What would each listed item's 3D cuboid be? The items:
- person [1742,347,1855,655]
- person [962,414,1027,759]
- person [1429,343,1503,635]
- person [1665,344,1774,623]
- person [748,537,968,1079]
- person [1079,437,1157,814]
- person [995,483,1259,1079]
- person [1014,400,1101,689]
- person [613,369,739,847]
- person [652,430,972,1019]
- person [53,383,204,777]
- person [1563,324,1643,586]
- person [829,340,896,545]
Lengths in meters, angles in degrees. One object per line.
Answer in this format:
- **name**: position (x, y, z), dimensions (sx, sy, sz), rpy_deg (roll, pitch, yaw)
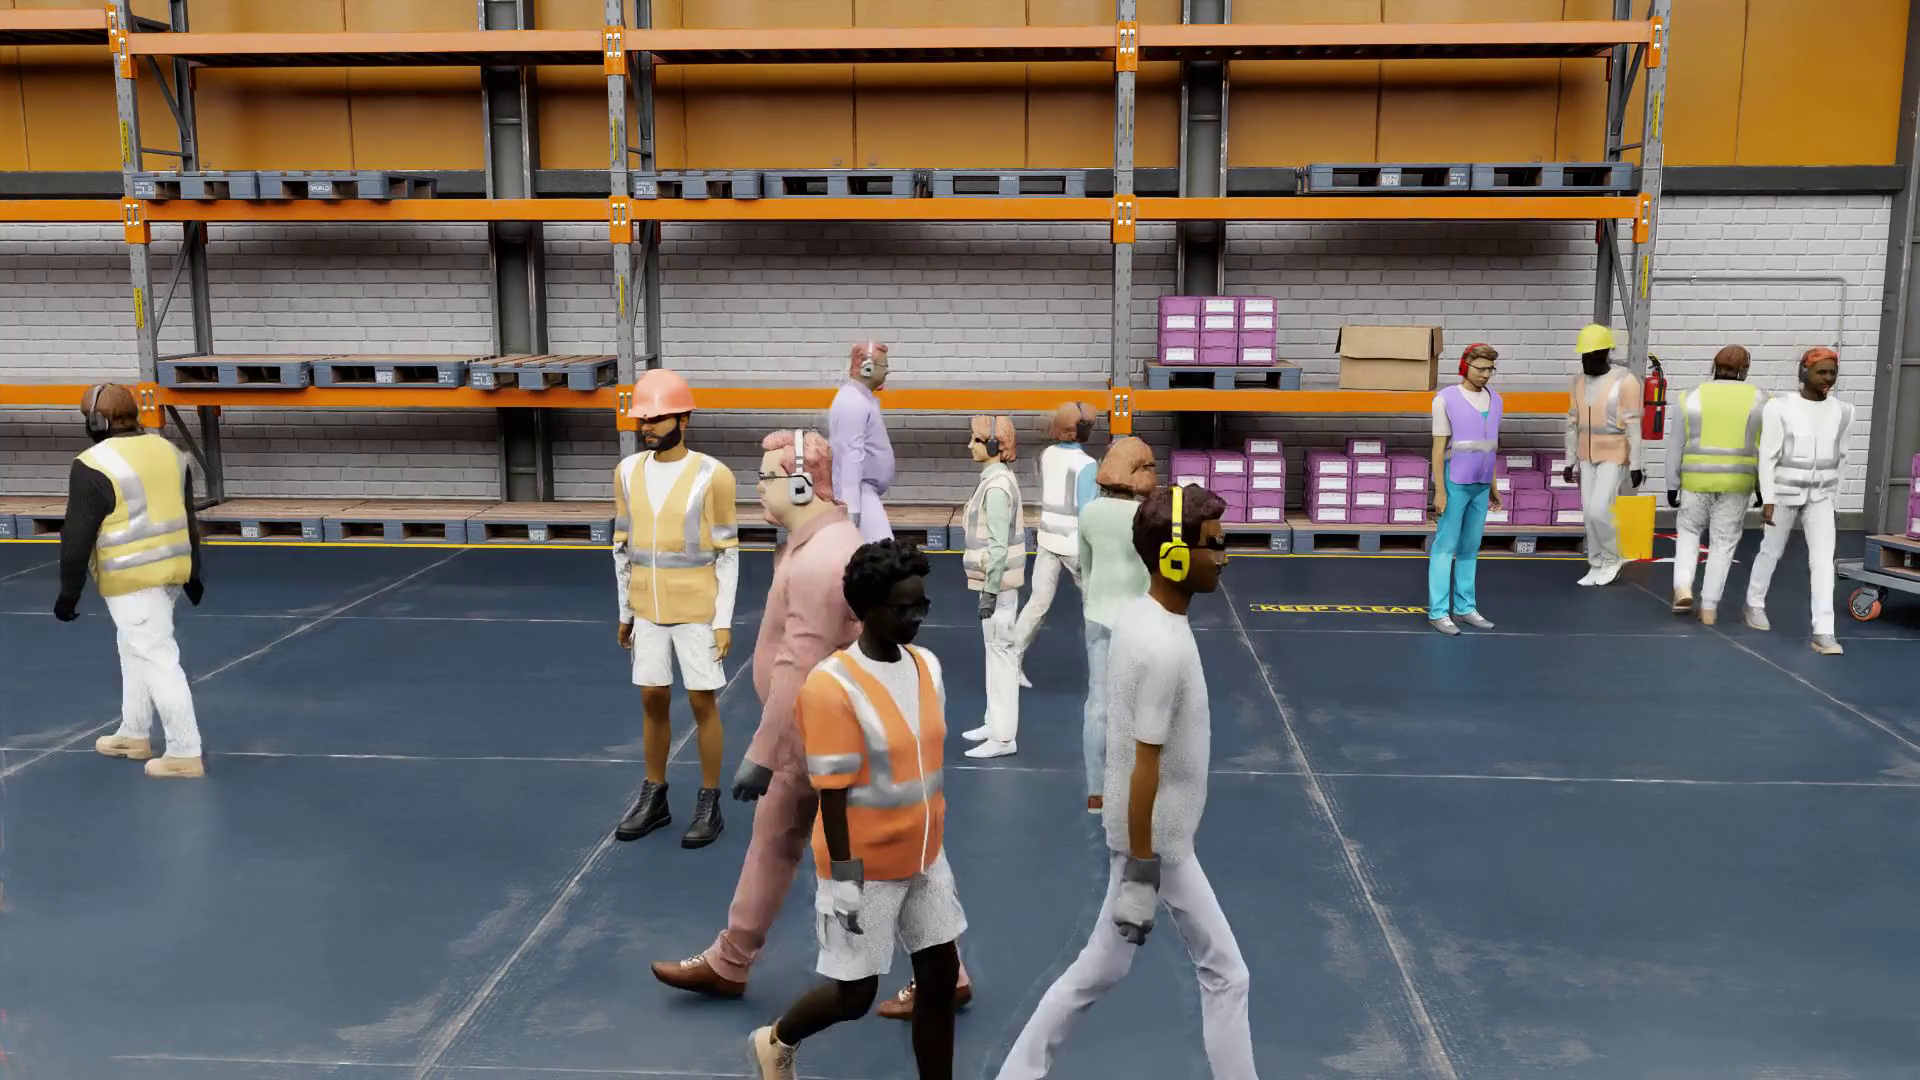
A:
- **person**: position (5.181, -0.276, 10.278), dimensions (0.577, 1.840, 0.988), rpy_deg (1, 10, 5)
- **person**: position (0.163, 0.218, 7.938), dimensions (0.307, 1.641, 0.512), rpy_deg (0, 10, 0)
- **person**: position (3.204, -0.331, 10.570), dimensions (0.563, 1.837, 0.389), rpy_deg (-6, 11, -31)
- **person**: position (4.909, -0.355, 10.773), dimensions (0.638, 1.820, 0.438), rpy_deg (4, 10, 22)
- **person**: position (-0.235, 0.810, 4.360), dimensions (0.672, 1.674, 0.535), rpy_deg (7, 12, 37)
- **person**: position (0.757, 0.361, 7.136), dimensions (0.557, 1.613, 0.523), rpy_deg (-8, 13, -40)
- **person**: position (0.483, 0.753, 4.278), dimensions (0.959, 1.830, 0.536), rpy_deg (0, 10, -1)
- **person**: position (0.556, 0.032, 9.163), dimensions (0.839, 1.604, 0.525), rpy_deg (-6, 12, -33)
- **person**: position (-1.158, 0.279, 6.705), dimensions (0.547, 1.938, 0.379), rpy_deg (4, 10, 20)
- **person**: position (-0.440, 0.588, 5.153), dimensions (1.012, 1.855, 0.646), rpy_deg (-2, 10, -9)
- **person**: position (-3.844, 0.188, 7.625), dimensions (0.810, 1.805, 0.634), rpy_deg (2, 10, 9)
- **person**: position (4.585, -0.589, 11.896), dimensions (0.508, 1.898, 0.621), rpy_deg (-5, 11, -27)
- **person**: position (-0.568, -0.232, 9.850), dimensions (0.483, 1.881, 0.664), rpy_deg (-1, 10, -4)
